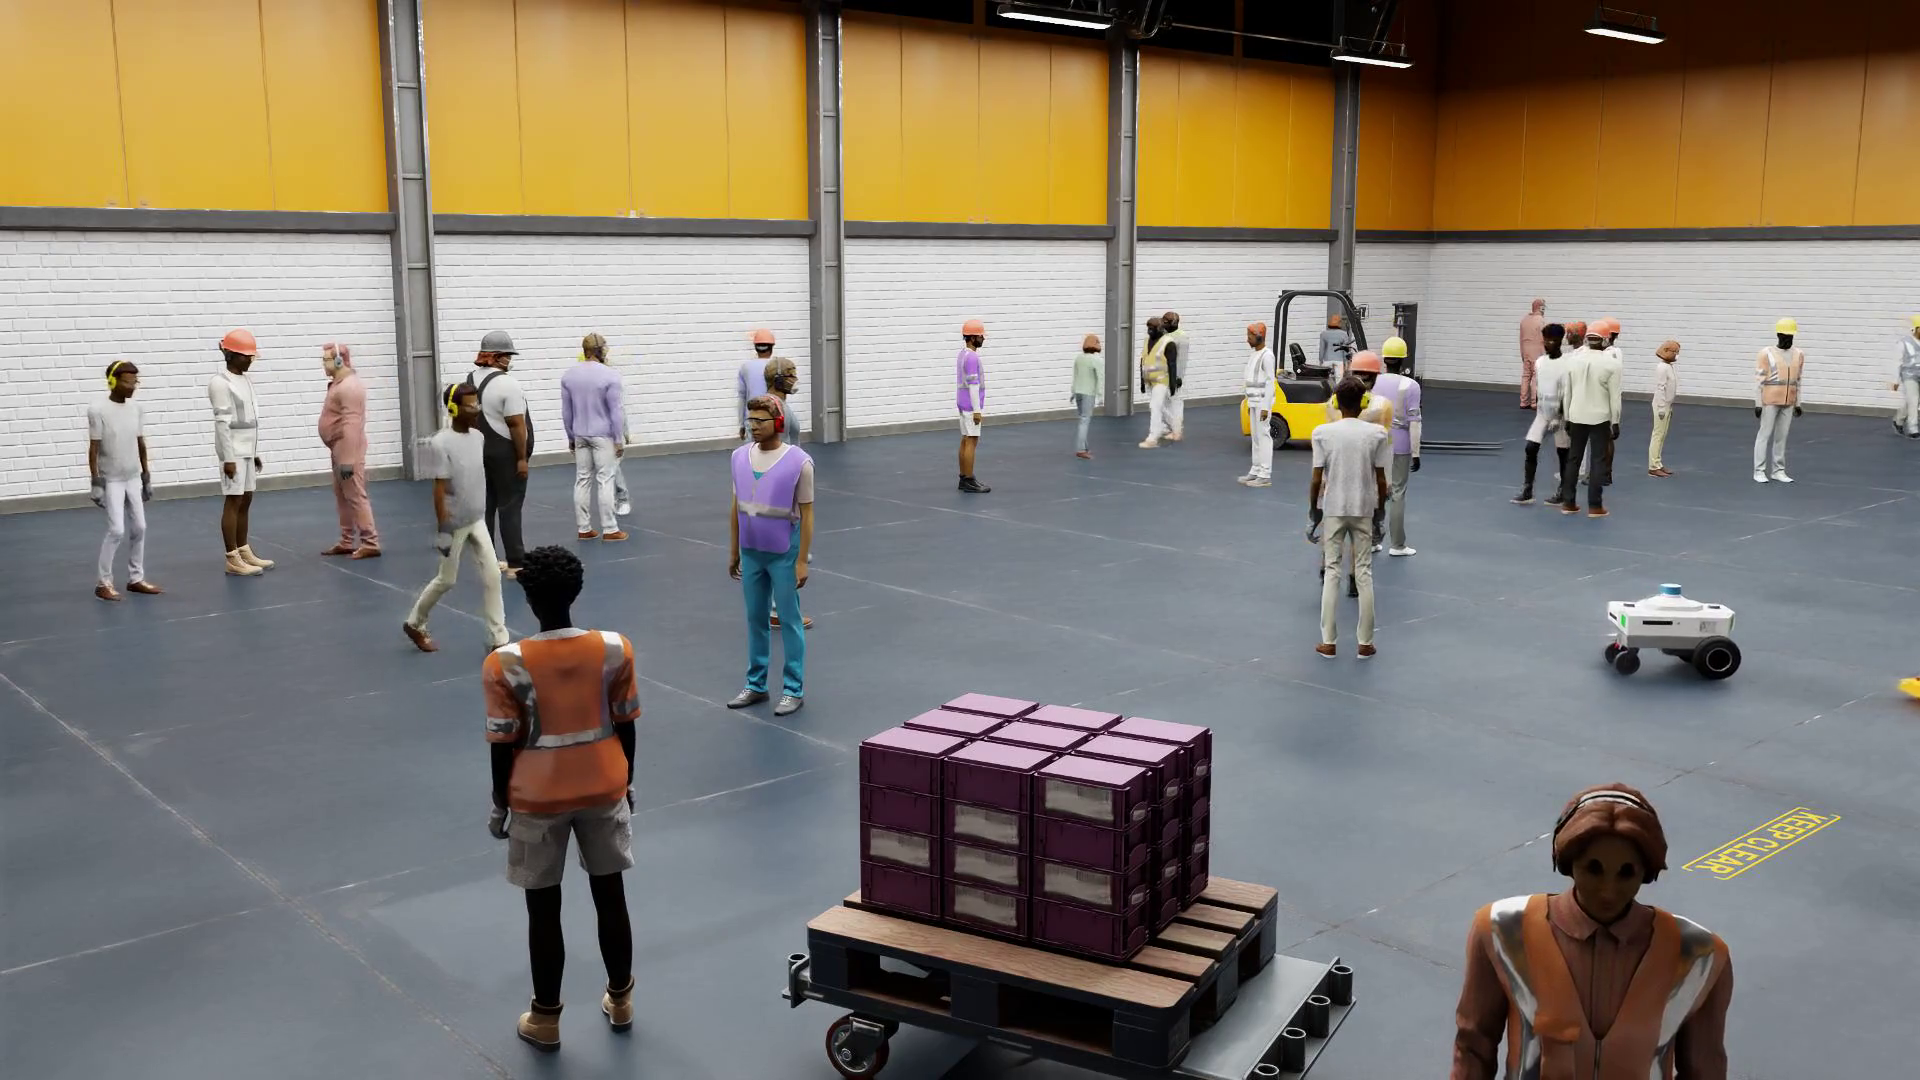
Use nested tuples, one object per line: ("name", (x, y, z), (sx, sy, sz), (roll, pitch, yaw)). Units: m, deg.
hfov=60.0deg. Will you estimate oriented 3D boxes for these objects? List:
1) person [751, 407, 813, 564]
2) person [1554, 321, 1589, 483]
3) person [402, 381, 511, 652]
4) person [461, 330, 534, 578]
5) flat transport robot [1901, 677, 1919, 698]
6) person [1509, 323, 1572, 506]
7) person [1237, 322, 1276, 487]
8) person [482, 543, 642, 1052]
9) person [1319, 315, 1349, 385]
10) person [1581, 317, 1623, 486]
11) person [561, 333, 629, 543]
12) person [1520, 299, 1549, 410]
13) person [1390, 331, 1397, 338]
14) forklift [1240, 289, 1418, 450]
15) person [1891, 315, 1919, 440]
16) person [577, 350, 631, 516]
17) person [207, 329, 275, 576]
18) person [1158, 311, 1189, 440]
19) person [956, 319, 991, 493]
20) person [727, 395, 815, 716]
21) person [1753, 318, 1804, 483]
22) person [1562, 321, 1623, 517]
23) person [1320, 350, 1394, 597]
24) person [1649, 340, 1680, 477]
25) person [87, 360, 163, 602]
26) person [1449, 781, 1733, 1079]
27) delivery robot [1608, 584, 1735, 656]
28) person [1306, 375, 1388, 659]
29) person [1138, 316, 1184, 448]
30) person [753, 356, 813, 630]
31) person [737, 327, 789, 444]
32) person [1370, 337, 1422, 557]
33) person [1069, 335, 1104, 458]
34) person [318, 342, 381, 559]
("person", (-1.560, -0.574, 14.016), (0.328, 1.661, 0.646), (7, 12, 35))
("person", (7.189, -1.606, 19.405), (0.352, 1.881, 0.576), (2, 10, 14))
("person", (-3.297, -0.128, 10.906), (0.934, 1.838, 0.523), (4, 11, 23))
("person", (-3.772, -0.713, 13.712), (0.676, 2.000, 0.536), (7, 12, 34))
("flat transport robot", (6.369, 0.861, 9.673), (1.431, 0.197, 0.652), (0, 10, -3))
("person", (6.145, -1.296, 17.428), (0.806, 1.931, 0.595), (-6, 11, -30))
("person", (3.432, -1.553, 19.084), (0.359, 1.886, 0.575), (-1, 10, -7))
("person", (-1.316, 0.856, 5.546), (0.531, 1.692, 0.320), (-6, 11, -30))
("person", (6.420, -3.050, 28.588), (0.503, 1.632, 0.274), (3, 10, 19))
("person", (7.409, -1.590, 19.140), (0.349, 1.942, 0.545), (6, 11, 32))
("person", (-3.361, -0.933, 15.308), (0.629, 1.936, 0.371), (4, 10, 22))
("person", (9.892, -3.179, 28.548), (0.407, 1.904, 0.655), (-3, 10, -19))
("person", (6.903, -2.690, 26.106), (0.332, 1.763, 0.544), (-2, 10, -13))
("forklift", (5.034, -2.339, 22.783), (2.313, 2.155, 1.214), (3, 10, 16))
("person", (13.858, -2.376, 24.181), (0.595, 1.802, 0.890), (-1, 10, -7))
("person", (-3.625, -1.075, 16.807), (0.500, 1.702, 0.498), (3, 10, 15))
("person", (-5.954, -0.724, 13.801), (0.396, 2.033, 0.605), (0, 10, -2))
("person", (3.027, -2.366, 23.977), (0.429, 1.844, 0.625), (-5, 11, -27))
("person", (0.144, -1.498, 18.611), (0.355, 1.938, 0.545), (-2, 10, -12))
("person", (-1.088, 0.082, 9.630), (0.566, 1.846, 0.389), (5, 11, 29))
("person", (9.541, -1.620, 19.360), (0.593, 1.924, 0.381), (-2, 10, -11))
("person", (6.433, -1.229, 16.907), (0.407, 1.985, 0.617), (-8, 13, -41))
("person", (3.079, -0.511, 12.899), (0.556, 1.918, 0.507), (8, 13, 40))
("person", (8.459, -1.578, 19.971), (0.289, 1.632, 0.498), (6, 11, 32))
("person", (-6.438, -0.452, 12.798), (0.352, 1.839, 0.558), (3, 10, 19))
("person", (1.226, 1.267, 3.295), (0.511, 1.640, 0.308), (3, 10, 15))
("delivery robot", (4.503, 0.523, 10.550), (0.707, 0.478, 0.477), (1, 10, 7))
("person", (2.539, -0.145, 10.918), (0.520, 1.861, 0.332), (2, 10, 10))
("person", (2.809, -2.192, 23.028), (0.784, 1.818, 0.640), (-6, 11, -32))
("person", (-1.279, -0.335, 11.801), (0.369, 1.939, 0.631), (-3, 10, -18))
("person", (-2.015, -1.222, 17.073), (0.554, 1.916, 0.779), (2, 10, 13))
("person", (3.791, -0.817, 14.645), (0.592, 1.929, 0.356), (9, 13, 43))
("person", (1.685, -1.890, 21.896), (0.562, 1.599, 0.552), (-8, 13, -39))
("person", (-5.364, -0.774, 14.504), (0.417, 1.910, 0.663), (-4, 11, -23))
